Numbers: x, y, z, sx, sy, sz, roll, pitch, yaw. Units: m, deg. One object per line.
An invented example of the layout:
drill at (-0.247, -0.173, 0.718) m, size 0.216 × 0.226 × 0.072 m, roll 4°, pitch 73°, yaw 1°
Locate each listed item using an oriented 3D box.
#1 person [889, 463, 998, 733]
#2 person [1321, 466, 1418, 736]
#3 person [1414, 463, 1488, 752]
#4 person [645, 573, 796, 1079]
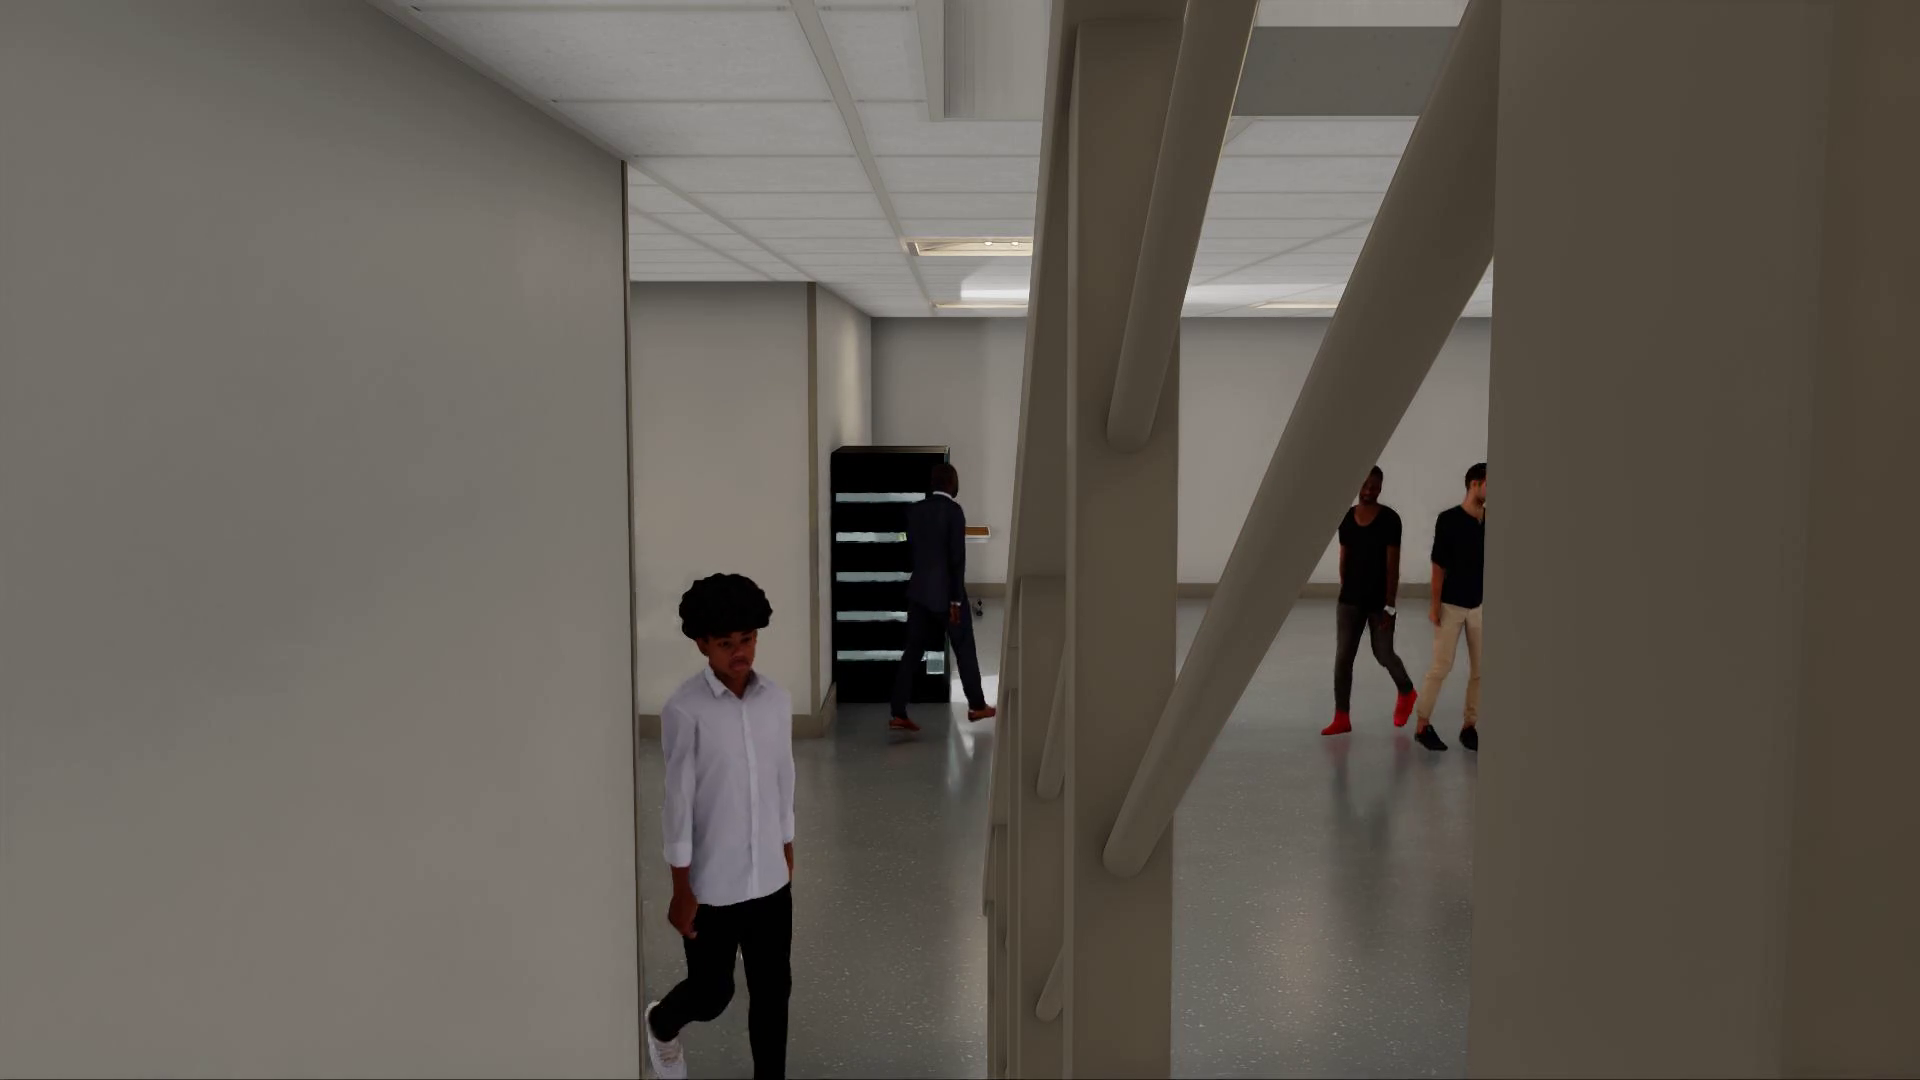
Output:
person at (-0.214, 0.423, 10.947) m, size 1.176 × 1.773 × 1.311 m, roll 5°, pitch 7°, yaw 39°
person at (2.772, 0.410, 11.056) m, size 1.063 × 1.776 × 1.165 m, roll 5°, pitch 8°, yaw 42°
person at (3.213, 0.428, 10.629) m, size 0.724 × 1.826 × 0.650 m, roll 0°, pitch 6°, yaw 1°
person at (-0.771, 0.994, 5.170) m, size 0.985 × 1.792 × 1.076 m, roll -6°, pitch 8°, yaw -44°
